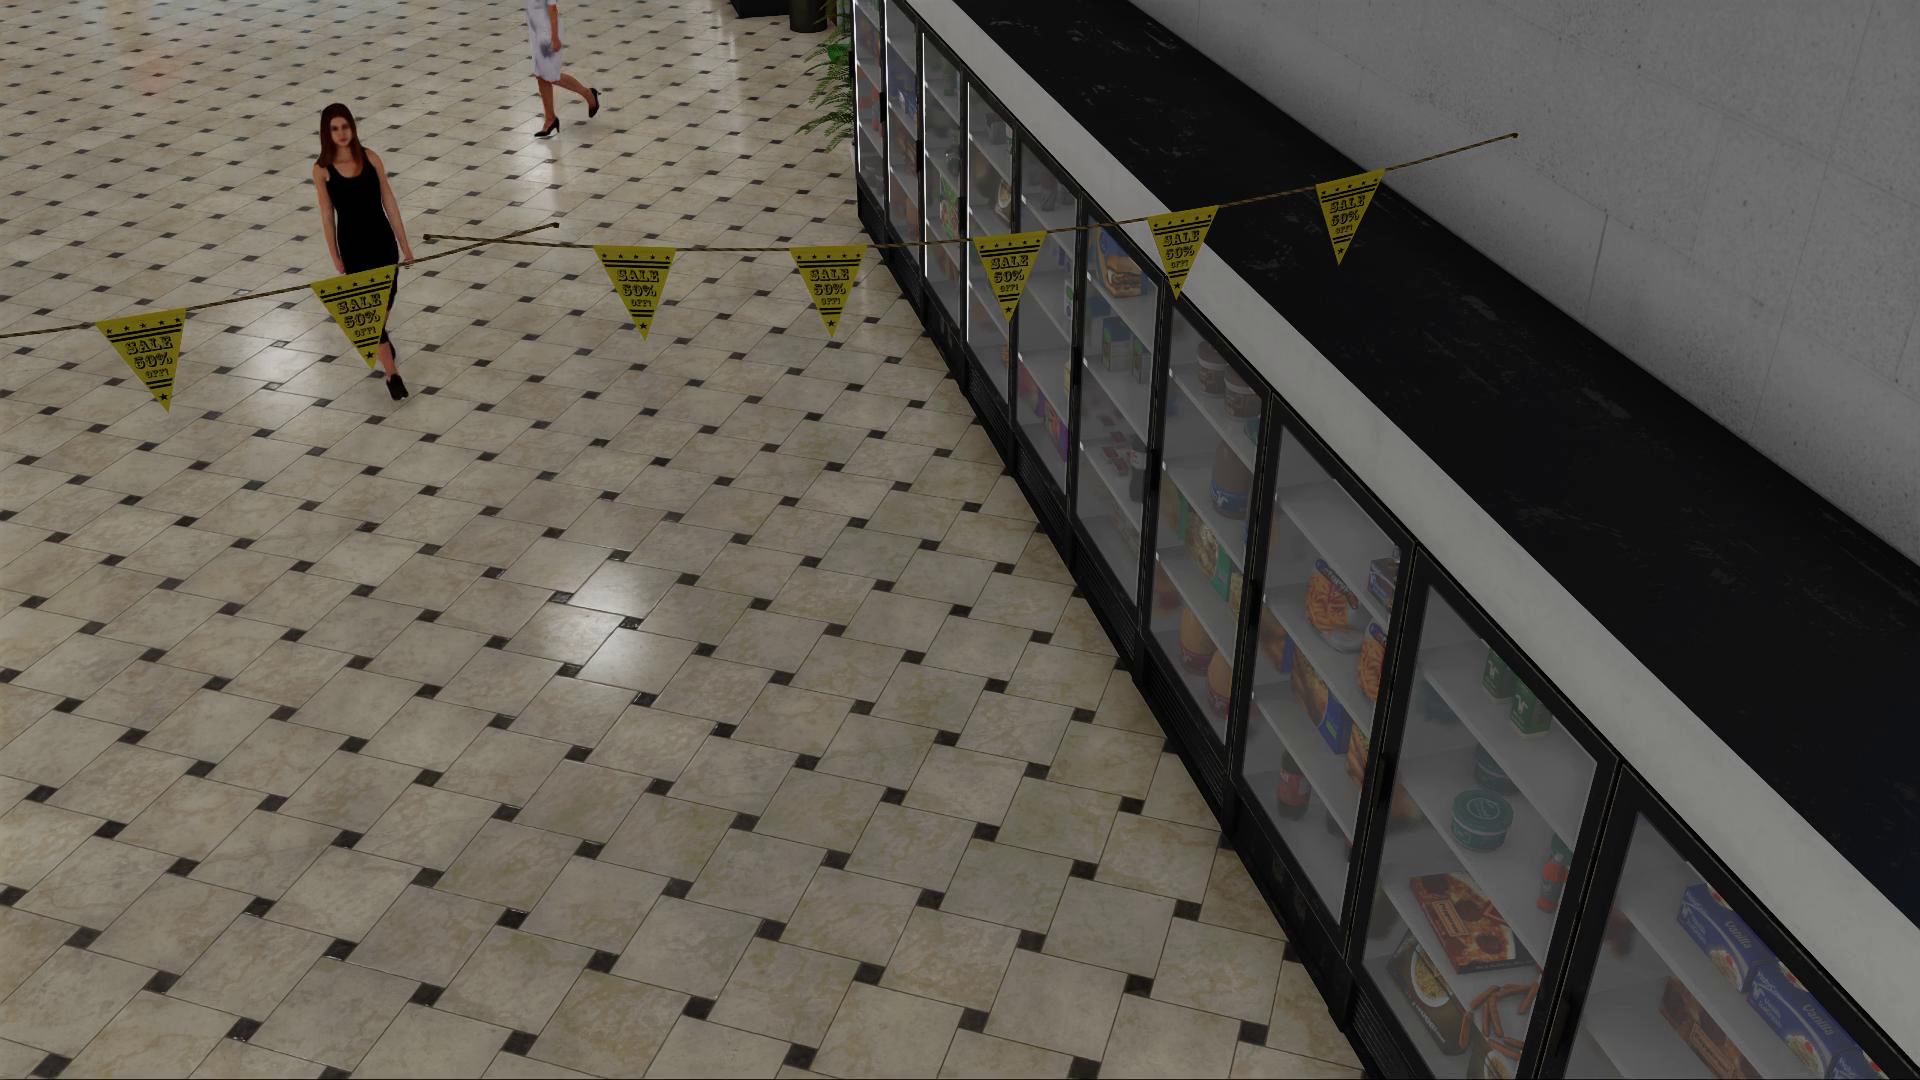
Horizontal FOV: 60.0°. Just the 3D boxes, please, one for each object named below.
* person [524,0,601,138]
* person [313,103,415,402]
[{"bbox_3d":[-3.371,-4.230,13.803,0.940,1.737,0.768,-23,39,-32],"label":"person"},{"bbox_3d":[-3.519,-1.751,9.862,1.137,1.692,0.894,-19,37,-27],"label":"person"}]
